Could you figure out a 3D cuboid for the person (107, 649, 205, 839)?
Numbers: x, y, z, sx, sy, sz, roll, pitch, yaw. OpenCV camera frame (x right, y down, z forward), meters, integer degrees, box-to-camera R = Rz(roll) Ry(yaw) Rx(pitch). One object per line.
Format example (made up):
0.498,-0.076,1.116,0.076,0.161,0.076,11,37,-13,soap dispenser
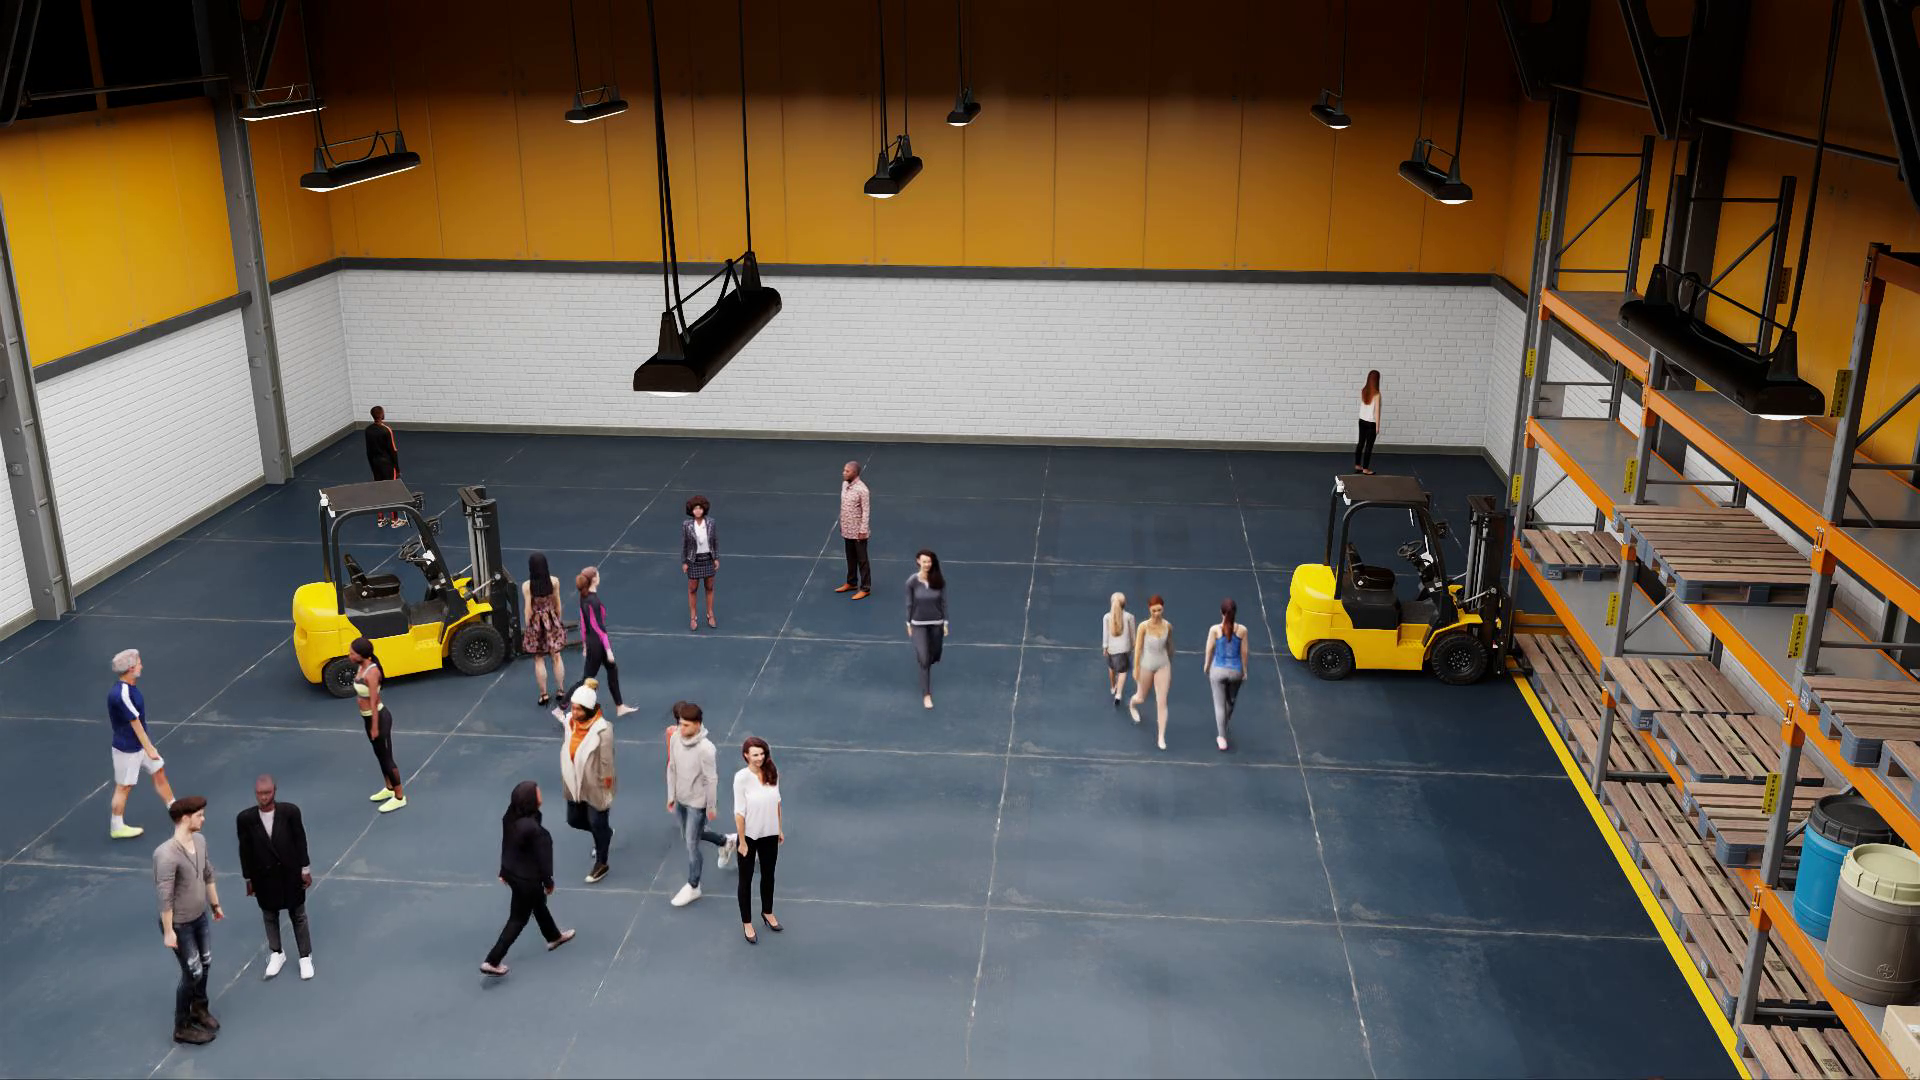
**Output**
-7.751,1.919,15.358,1.007,1.791,1.089,-5,19,-15,person

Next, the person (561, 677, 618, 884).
-3.211,2.076,14.748,0.862,1.882,0.951,10,21,28,person

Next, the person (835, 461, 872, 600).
-1.347,-0.153,21.486,0.825,1.807,0.754,-13,23,-35,person

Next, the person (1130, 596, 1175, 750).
1.996,1.322,17.409,0.754,1.613,1.067,-3,19,-10,person

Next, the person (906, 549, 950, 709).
-0.378,0.921,18.399,0.859,1.741,1.140,-5,19,-15,person

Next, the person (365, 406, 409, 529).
-8.399,-1.078,24.231,0.678,1.808,0.608,6,20,17,person

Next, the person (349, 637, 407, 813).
-5.581,1.740,15.956,0.719,1.748,0.648,-12,22,-31,person

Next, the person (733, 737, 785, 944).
-1.681,2.455,13.760,0.666,1.795,0.733,-16,24,-39,person

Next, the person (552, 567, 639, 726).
-3.969,1.172,17.719,1.100,1.701,1.178,-8,20,-22,person

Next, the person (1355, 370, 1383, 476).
6.572,-1.890,26.780,0.702,1.720,0.608,-9,21,-26,person

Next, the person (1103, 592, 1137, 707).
1.748,1.204,18.323,0.594,1.254,0.887,5,19,13,person

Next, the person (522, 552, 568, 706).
-4.550,0.971,18.198,0.805,1.775,0.854,-12,22,-31,person

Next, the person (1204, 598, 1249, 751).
2.762,1.407,17.198,0.631,1.587,0.907,0,19,0,person

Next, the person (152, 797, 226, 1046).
-5.854,2.833,12.505,0.795,1.880,0.554,6,19,17,person

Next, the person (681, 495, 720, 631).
-3.179,0.269,20.398,0.702,1.702,0.685,-6,20,-18,person

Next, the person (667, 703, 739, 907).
-2.231,2.220,14.400,1.056,1.832,1.192,16,24,39,person

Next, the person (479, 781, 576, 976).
-3.536,2.734,13.270,1.201,1.578,1.123,-18,25,-42,person

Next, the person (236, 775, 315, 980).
-5.441,2.641,13.266,0.776,1.757,0.805,-5,19,-15,person
